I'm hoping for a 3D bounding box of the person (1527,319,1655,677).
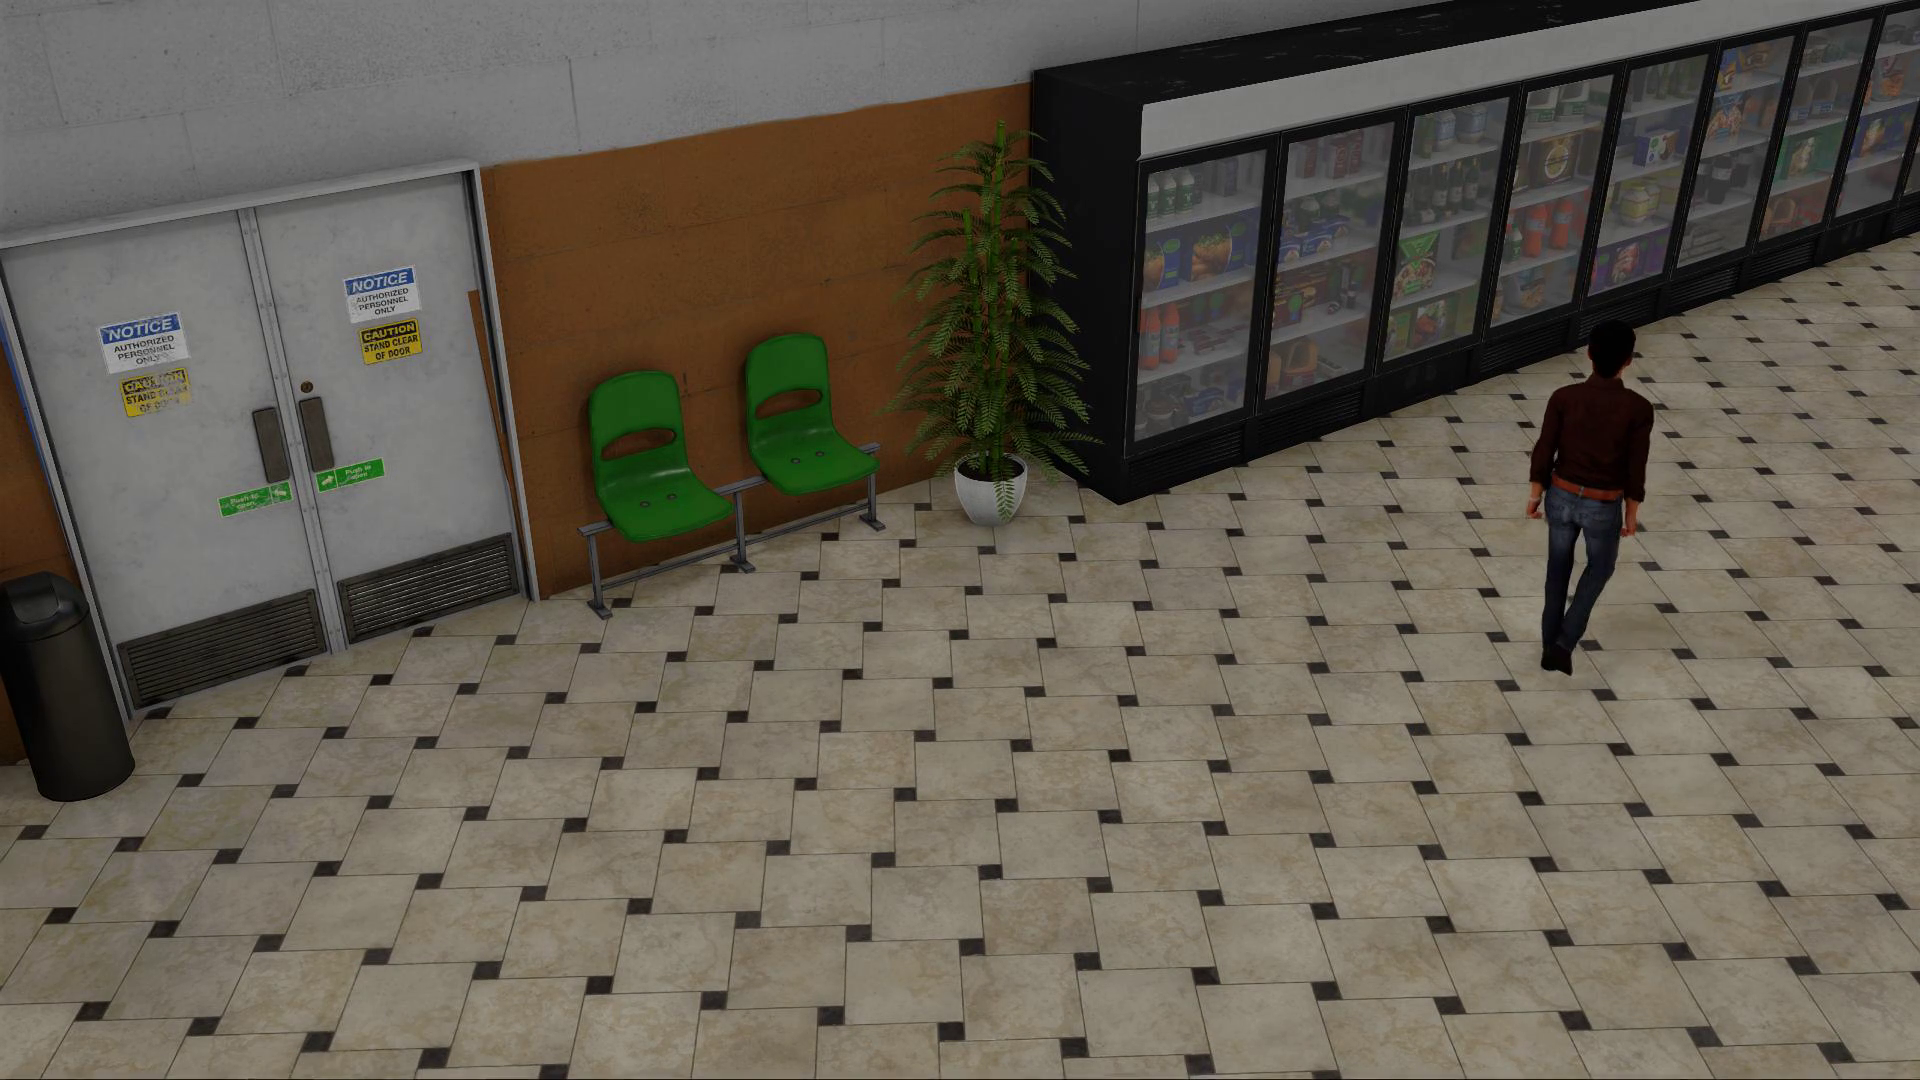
[{"bbox_3d":[2.827,-0.123,7.558,0.875,1.772,0.908,15,32,25],"label":"person"}]
